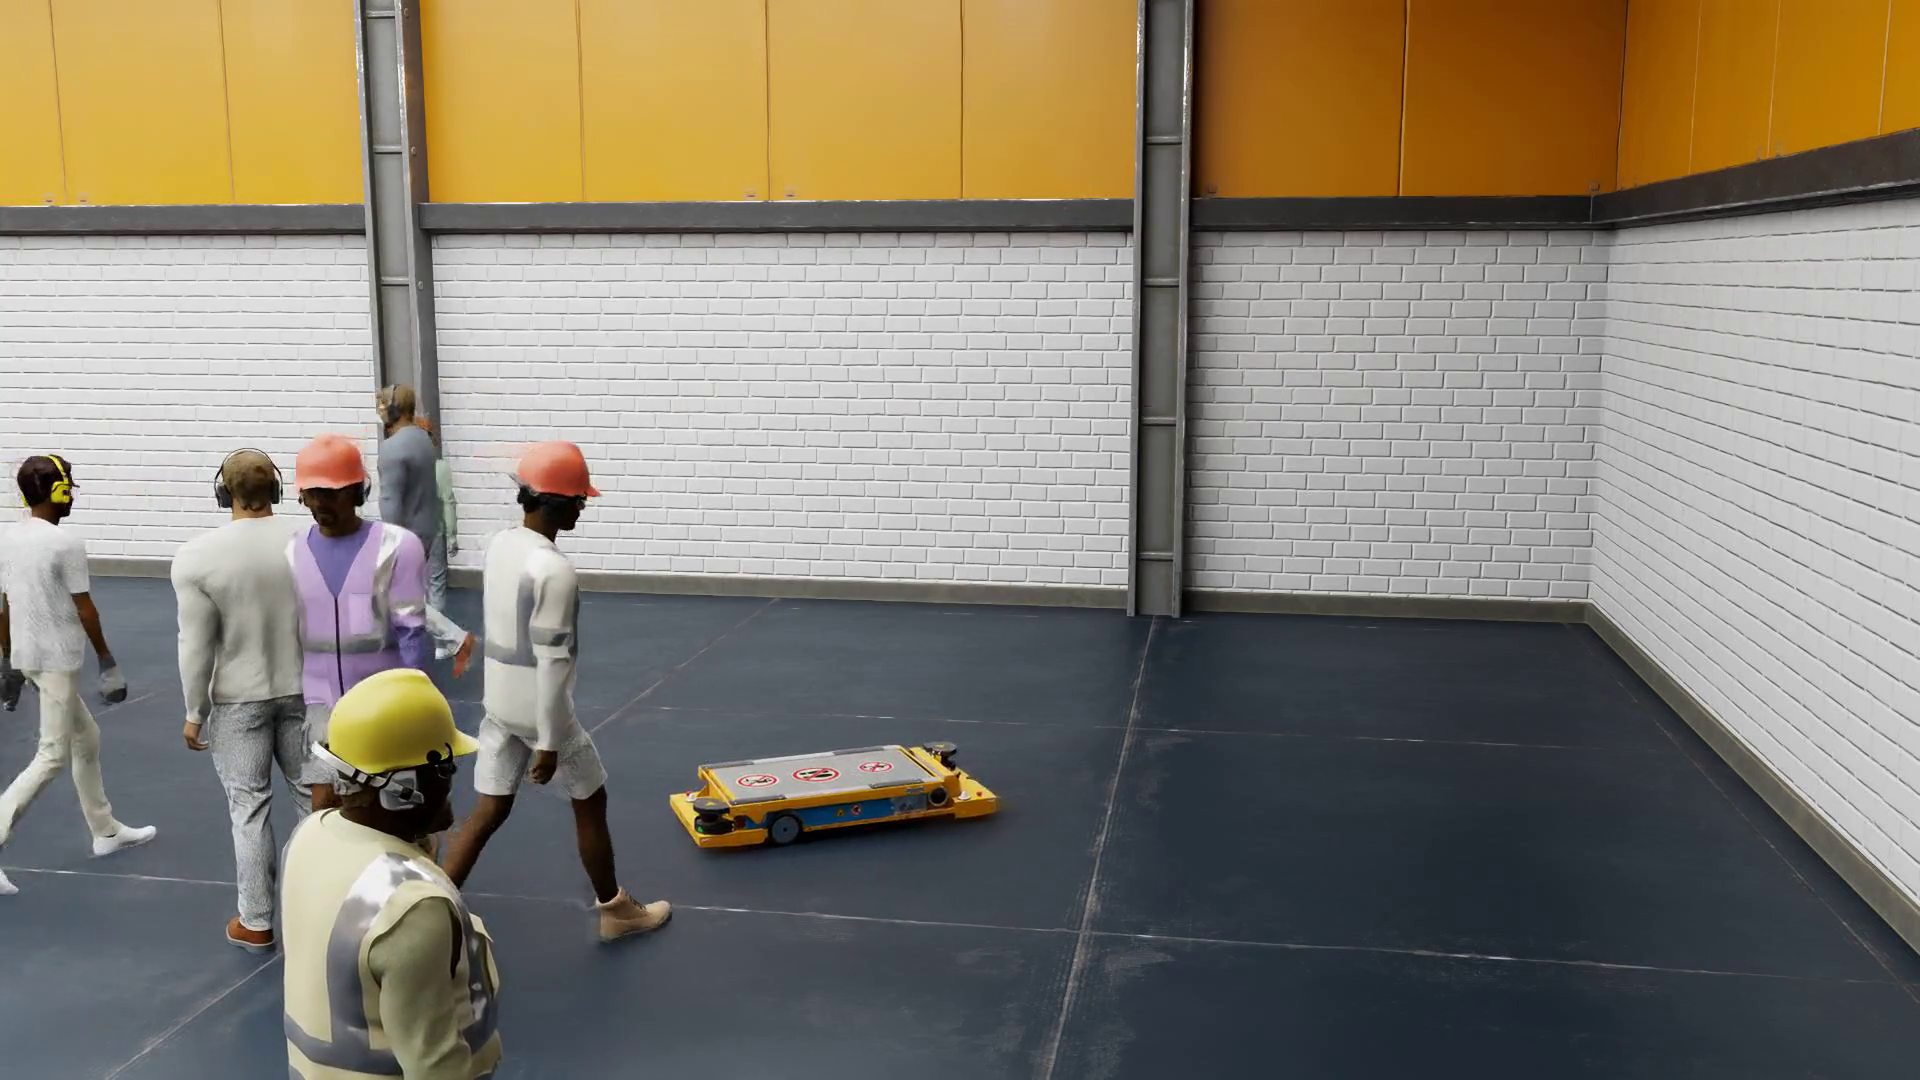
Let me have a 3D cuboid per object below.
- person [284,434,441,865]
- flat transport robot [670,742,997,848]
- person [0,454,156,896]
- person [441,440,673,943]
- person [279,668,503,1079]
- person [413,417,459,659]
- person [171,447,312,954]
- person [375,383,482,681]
[{"bbox_3d":[-2.310,0.568,6.444,0.600,2.006,0.949,0,9,0],"label":"person"},{"bbox_3d":[-0.608,1.195,7.919,1.431,0.197,0.652,-4,10,-21],"label":"flat transport robot"},{"bbox_3d":[-3.945,0.556,7.113,0.544,1.826,0.895,6,11,32],"label":"person"},{"bbox_3d":[-1.613,0.622,6.189,1.025,1.996,0.604,-9,13,-43],"label":"person"},{"bbox_3d":[-1.137,1.157,3.392,0.403,1.826,0.596,-8,12,-40],"label":"person"},{"bbox_3d":[-3.615,-0.009,11.158,0.507,1.631,0.266,1,9,5],"label":"person"},{"bbox_3d":[-2.662,0.612,6.393,0.635,1.936,0.352,-8,12,-41],"label":"person"},{"bbox_3d":[-3.343,-0.009,10.277,0.655,1.920,0.641,0,9,-2],"label":"person"}]
